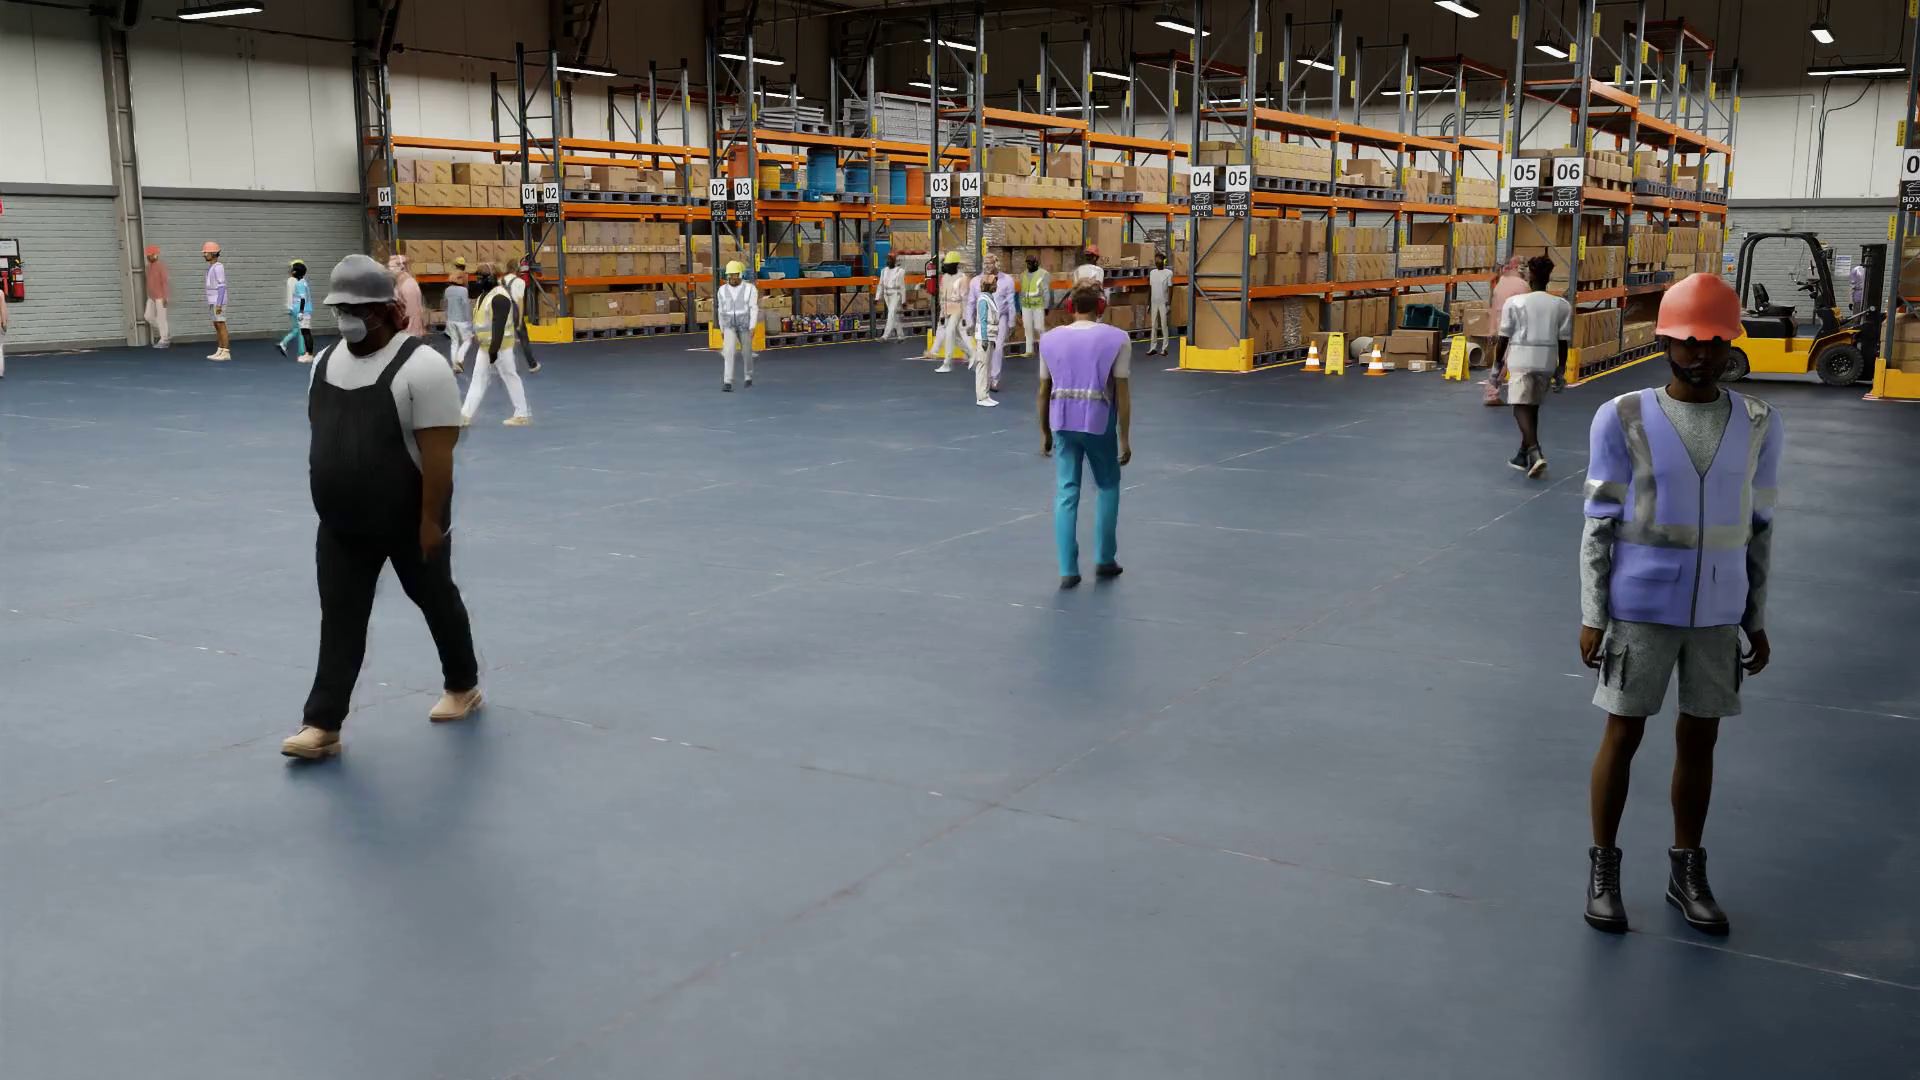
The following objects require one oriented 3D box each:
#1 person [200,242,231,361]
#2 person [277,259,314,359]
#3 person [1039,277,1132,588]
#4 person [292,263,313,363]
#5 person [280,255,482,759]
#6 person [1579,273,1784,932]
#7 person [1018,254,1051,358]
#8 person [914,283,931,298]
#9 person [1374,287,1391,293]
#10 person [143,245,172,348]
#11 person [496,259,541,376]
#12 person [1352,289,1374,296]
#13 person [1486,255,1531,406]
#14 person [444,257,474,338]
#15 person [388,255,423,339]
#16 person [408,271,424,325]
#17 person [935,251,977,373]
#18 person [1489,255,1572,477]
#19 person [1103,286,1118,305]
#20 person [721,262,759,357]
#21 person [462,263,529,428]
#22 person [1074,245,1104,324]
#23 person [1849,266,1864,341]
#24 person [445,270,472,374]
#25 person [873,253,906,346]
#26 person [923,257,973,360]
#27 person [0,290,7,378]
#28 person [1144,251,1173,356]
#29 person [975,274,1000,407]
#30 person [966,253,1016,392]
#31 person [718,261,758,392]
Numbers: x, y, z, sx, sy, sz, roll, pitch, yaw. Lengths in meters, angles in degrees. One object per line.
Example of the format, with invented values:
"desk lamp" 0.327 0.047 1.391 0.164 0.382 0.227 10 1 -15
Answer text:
"person" -12.874 -4.119 28.756 0.375 2.044 0.607 -7 13 -36
"person" -11.521 -3.984 28.827 0.514 1.746 0.523 -10 14 -43
"person" 0.772 -0.646 9.929 0.598 1.817 0.751 4 11 20
"person" -11.183 -3.862 28.283 0.316 1.695 0.542 -3 11 -15
"person" -2.334 -0.187 6.735 0.695 2.000 1.039 3 11 17
"person" 2.101 0.198 4.868 0.552 1.937 0.356 1 10 4
"person" 1.323 -4.137 29.463 0.642 1.826 0.523 6 12 32
"person" -1.161 -7.563 48.663 1.010 1.819 0.595 -5 11 -25
"person" 9.724 -5.712 38.085 0.595 1.902 0.668 7 13 36
"person" -15.511 -4.693 32.113 0.630 1.981 0.435 6 12 30
"person" -6.866 -3.421 25.576 0.507 1.786 0.934 3 10 15
"person" 9.433 -5.820 38.852 0.694 1.845 0.540 -10 14 -44
"person" 6.984 -2.588 20.681 0.946 1.867 0.650 -1 10 -7
"person" -10.699 -5.163 35.475 0.530 1.732 0.873 6 12 29
"person" -6.592 -2.479 20.009 0.544 1.893 0.658 -4 11 -24
"person" -9.151 -3.674 27.510 0.537 1.586 0.856 1 10 5
"person" -0.052 -3.589 26.162 0.800 1.905 0.596 -7 12 -32
"person" 5.016 -1.521 14.547 0.621 1.933 0.945 -1 10 -5
"person" 3.237 -5.679 37.976 0.645 1.878 0.936 8 13 37
"person" -3.917 -4.037 29.258 0.482 1.700 0.916 10 14 44
"person" -5.182 -2.114 18.217 0.952 1.790 0.651 -7 12 -35
"person" 2.150 -4.010 28.267 0.608 2.006 0.967 8 13 38
"person" 17.175 -4.552 31.538 0.589 1.918 0.400 1 10 8
"person" -7.766 -3.361 25.710 0.498 1.621 0.378 4 11 24
"person" -1.390 -4.782 33.067 0.595 1.828 1.002 10 14 43
"person" -0.159 -4.009 28.899 1.001 1.789 0.627 7 12 34
"person" -14.440 -3.175 24.683 0.529 1.610 0.759 -7 12 -32
"person" 3.581 -4.244 29.931 0.513 1.876 0.328 8 13 37
"person" 0.341 -2.488 20.746 0.315 1.641 0.515 2 10 13
"person" 0.384 -2.940 22.620 0.667 1.874 0.849 3 11 17
"person" -3.065 -2.957 22.982 0.590 1.789 0.916 1 10 5
